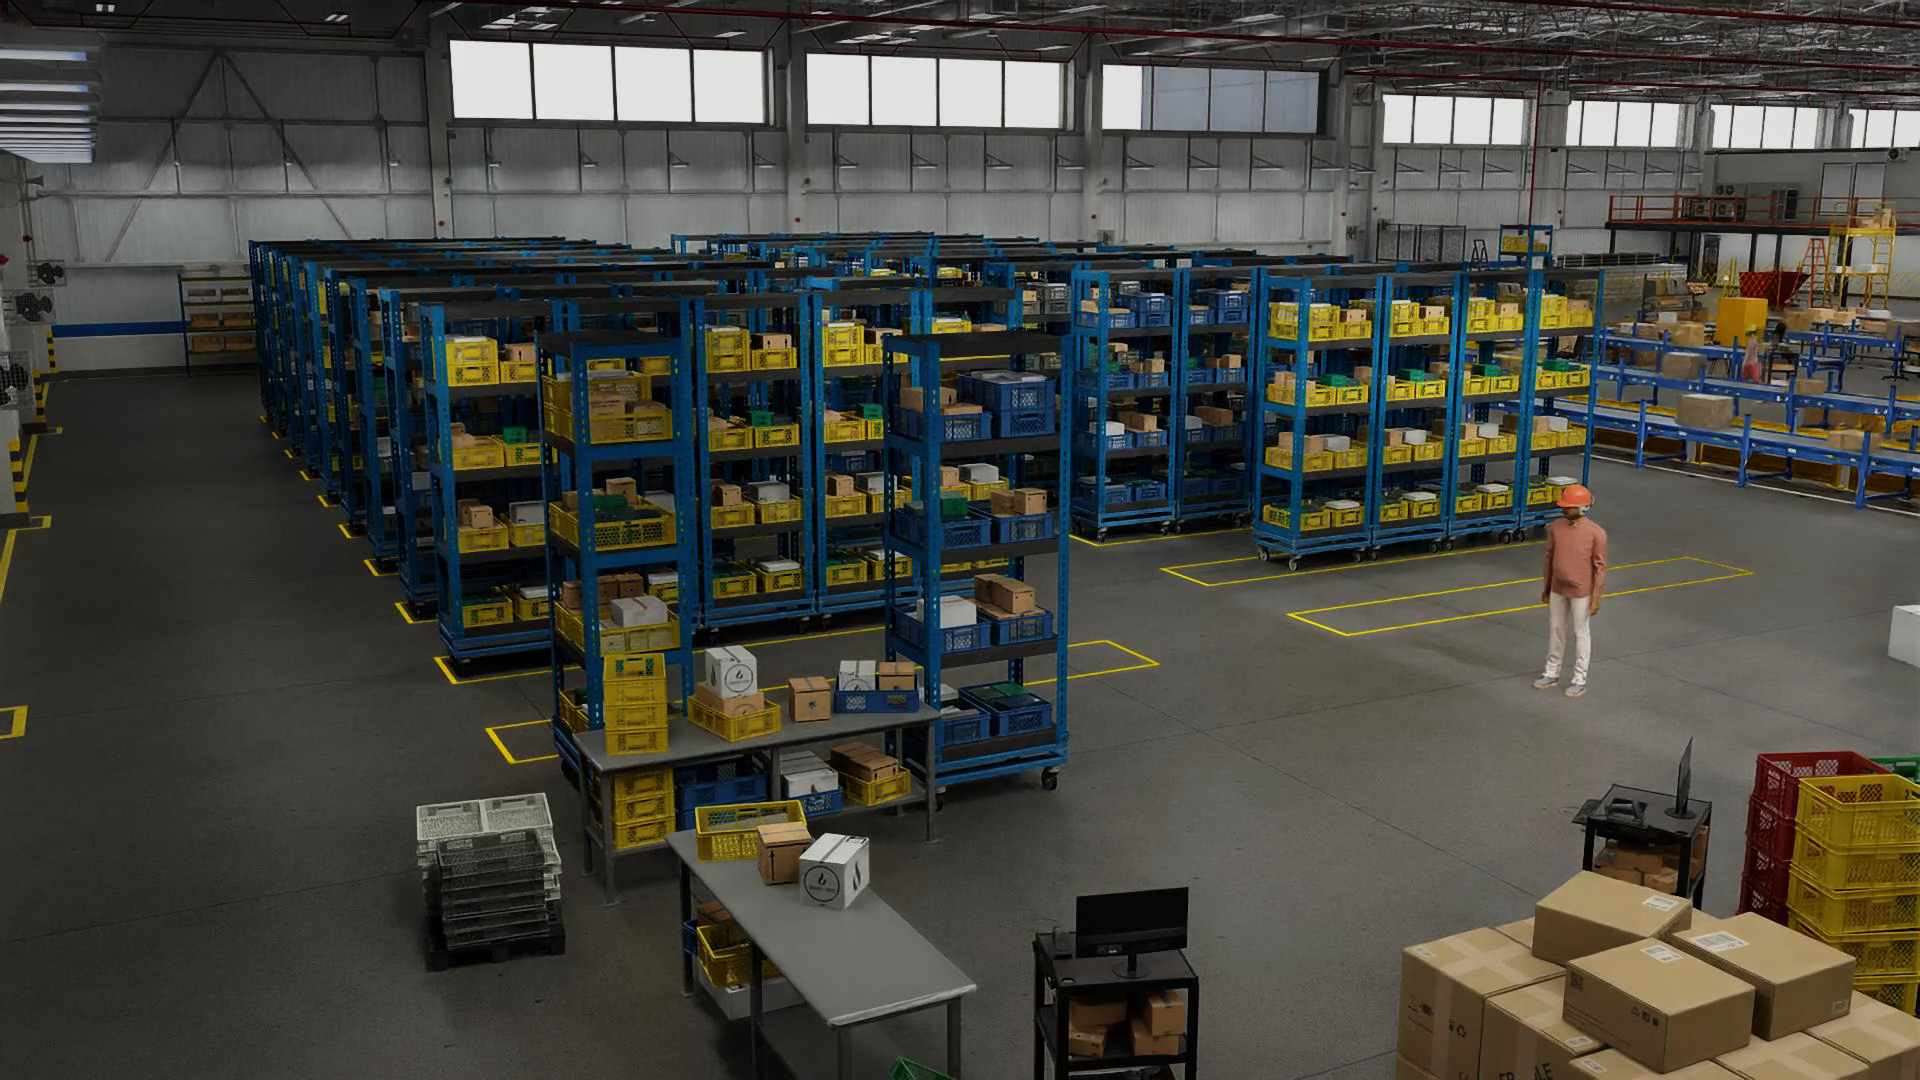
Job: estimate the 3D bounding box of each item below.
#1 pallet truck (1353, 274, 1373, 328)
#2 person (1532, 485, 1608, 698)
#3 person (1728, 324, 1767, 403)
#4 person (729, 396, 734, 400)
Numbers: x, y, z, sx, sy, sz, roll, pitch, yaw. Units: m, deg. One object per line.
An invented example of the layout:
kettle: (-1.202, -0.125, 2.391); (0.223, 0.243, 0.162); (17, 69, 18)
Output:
pallet truck: (13.011, -8.050, 55.243); (0.823, 1.965, 1.885); (-7, 14, -28)
person: (5.671, 0.464, 15.437); (0.392, 1.989, 0.610); (-8, 14, -33)
person: (17.191, -3.837, 36.192); (0.908, 1.719, 0.540); (6, 14, 27)
person: (-3.846, -2.296, 28.776); (0.580, 1.808, 0.920); (-4, 13, -19)
